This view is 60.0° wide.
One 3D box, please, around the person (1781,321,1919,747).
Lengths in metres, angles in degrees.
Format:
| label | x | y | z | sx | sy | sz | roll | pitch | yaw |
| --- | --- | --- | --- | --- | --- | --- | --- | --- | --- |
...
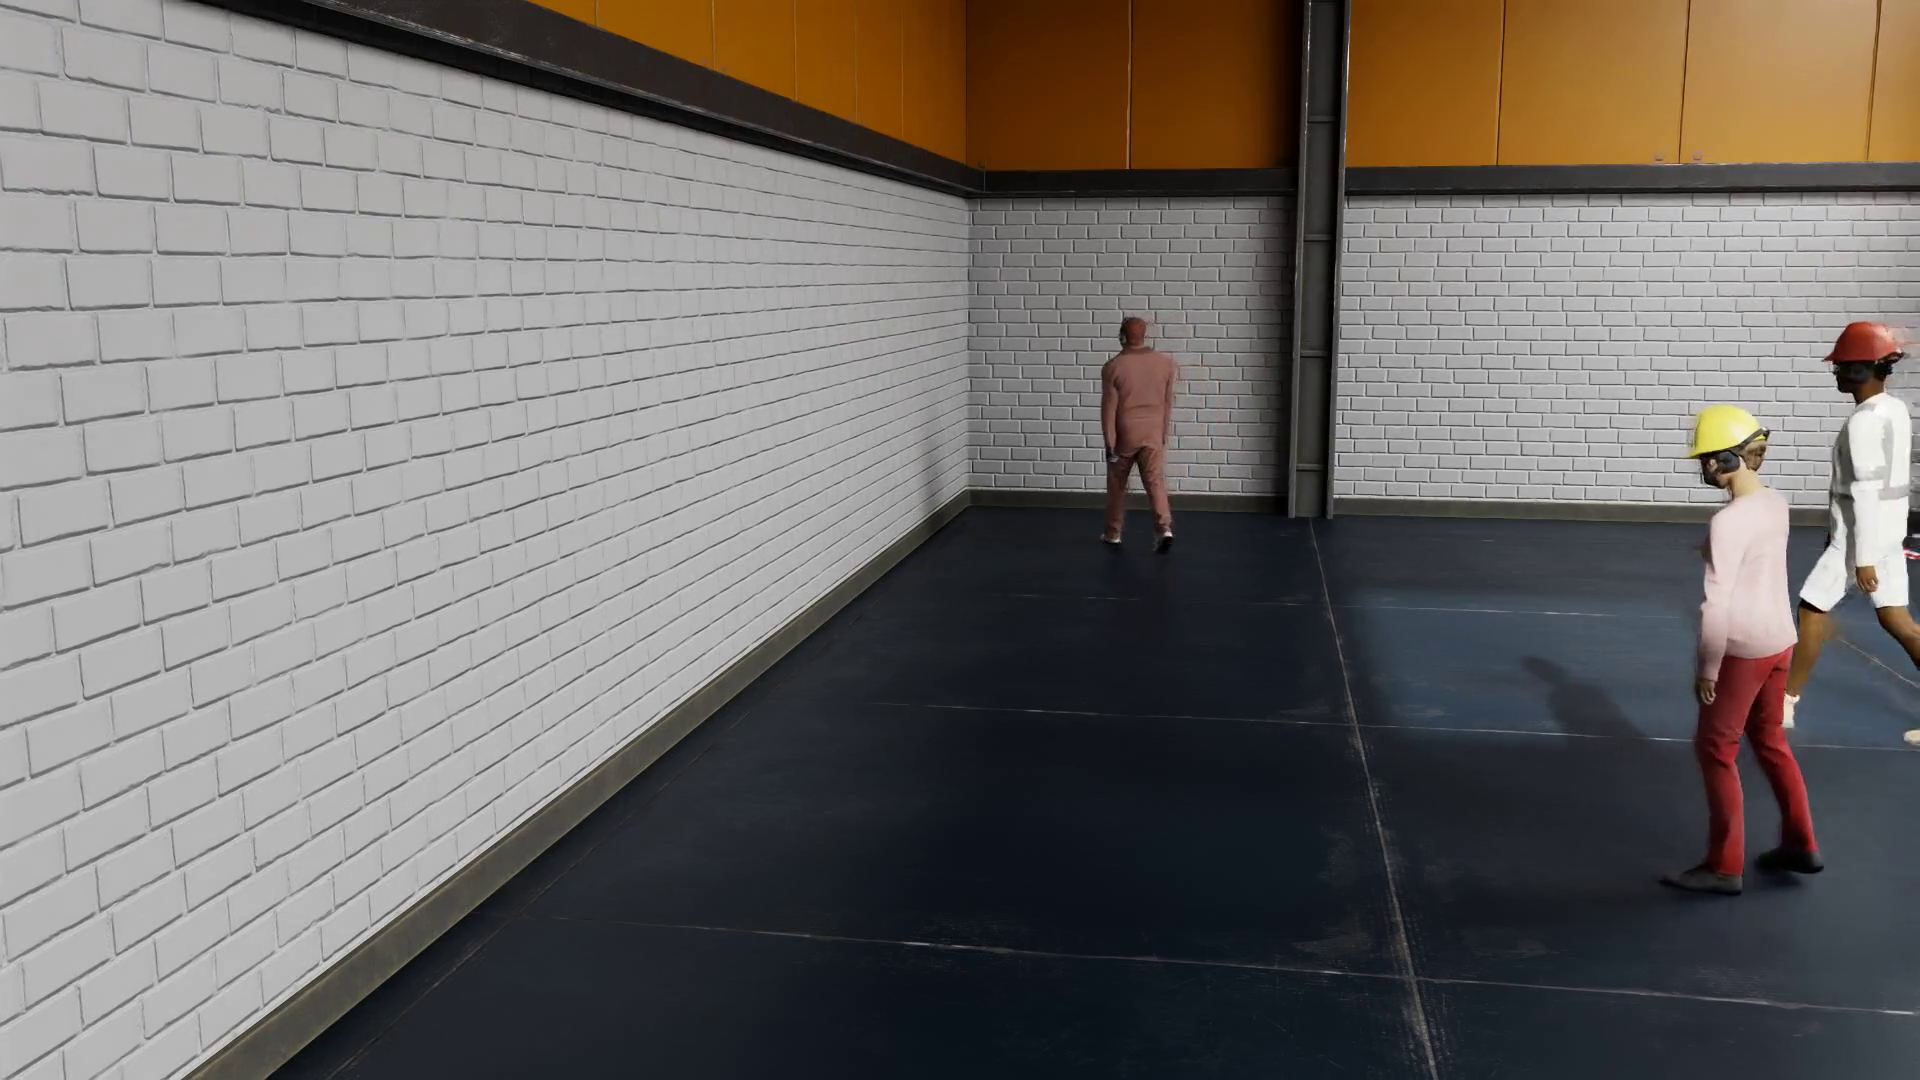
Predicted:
| label | x | y | z | sx | sy | sz | roll | pitch | yaw |
| --- | --- | --- | --- | --- | --- | --- | --- | --- | --- |
| person | 4.282 | -0.022 | 7.806 | 0.629 | 2.001 | 1.062 | -9 | 13 | -43 |

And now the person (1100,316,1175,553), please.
| label | x | y | z | sx | sy | sz | roll | pitch | yaw |
| --- | --- | --- | --- | --- | --- | --- | --- | --- | --- |
| person | 1.412 | -0.841 | 13.220 | 0.634 | 1.873 | 0.942 | -2 | 9 | -14 |

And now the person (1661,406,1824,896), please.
| label | x | y | z | sx | sy | sz | roll | pitch | yaw |
| --- | --- | --- | --- | --- | --- | --- | --- | --- | --- |
| person | 2.823 | 0.399 | 5.926 | 0.654 | 1.742 | 0.500 | -8 | 12 | -42 |
